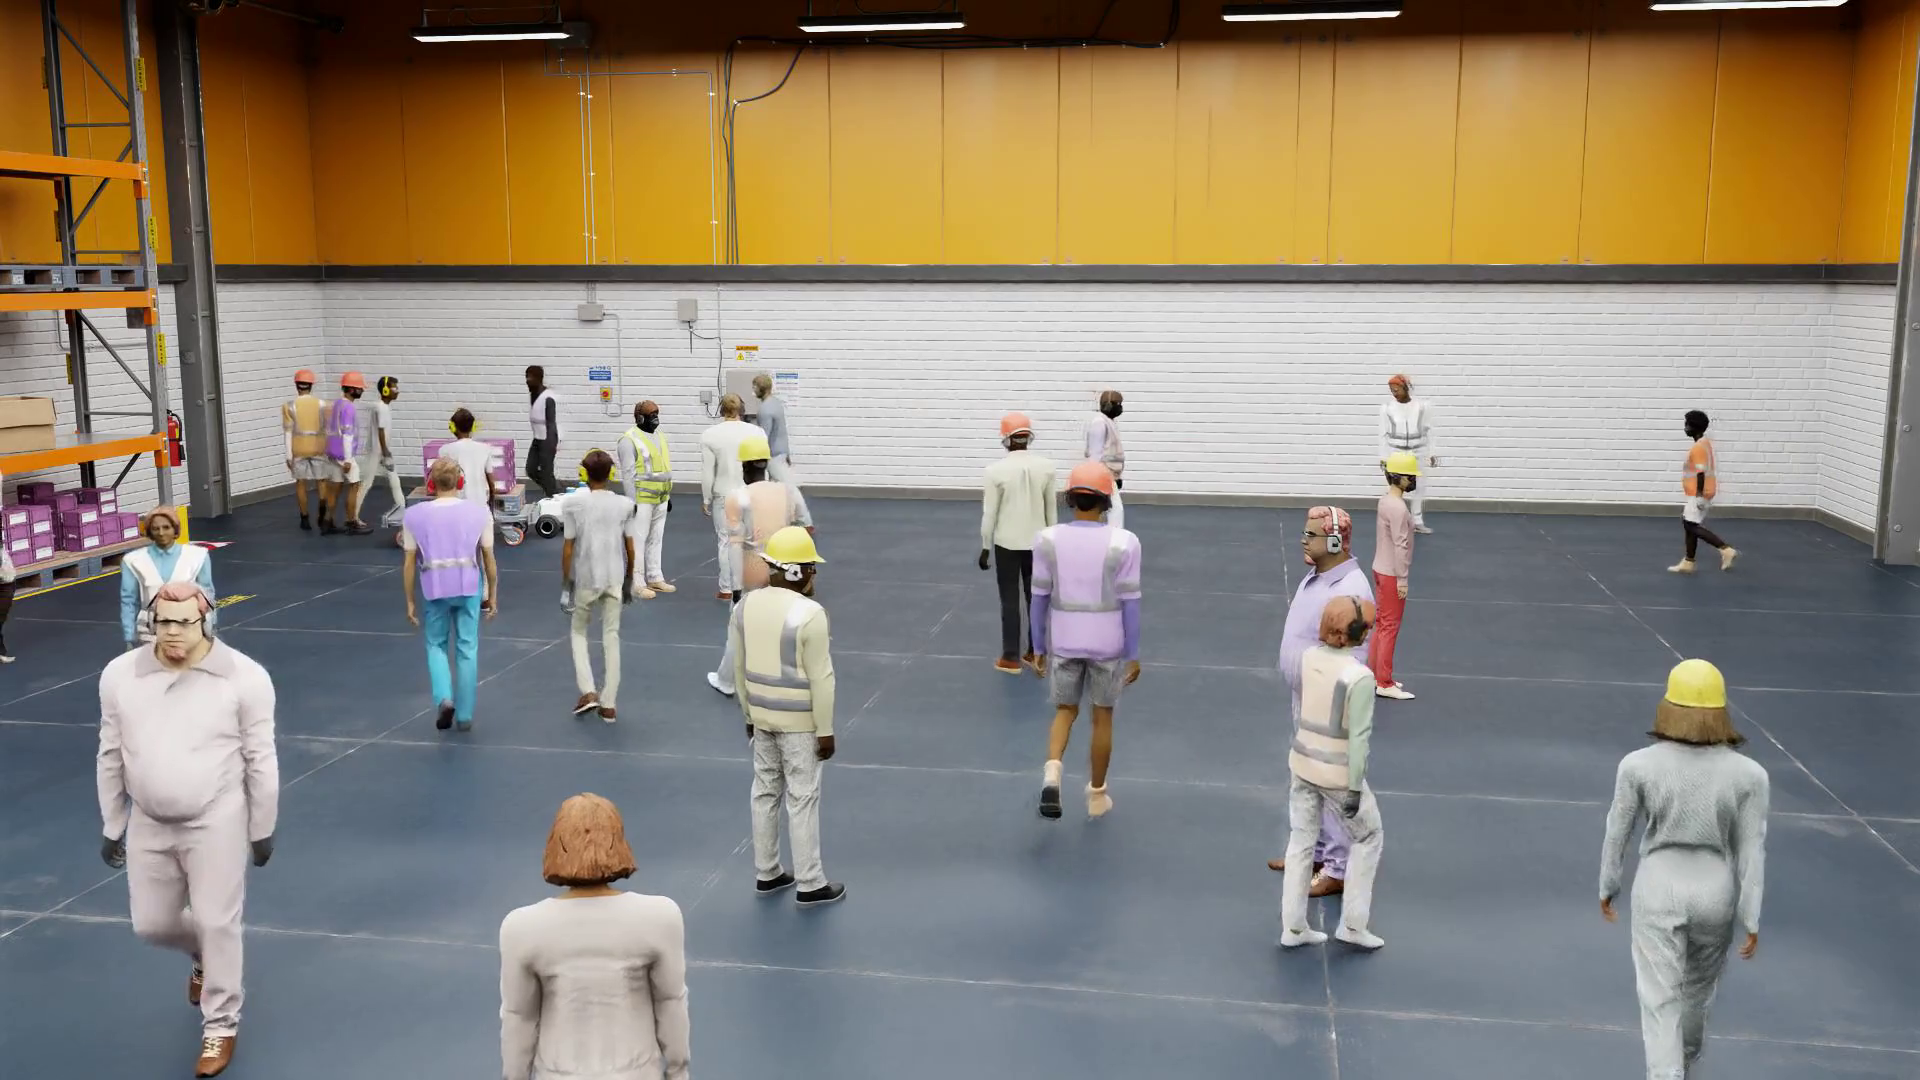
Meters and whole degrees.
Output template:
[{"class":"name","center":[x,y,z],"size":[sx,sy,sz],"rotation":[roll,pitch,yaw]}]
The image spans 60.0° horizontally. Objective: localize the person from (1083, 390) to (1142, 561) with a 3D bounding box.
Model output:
[{"class":"person","center":[1.603,-0.652,17.326],"size":[0.828,1.805,0.644],"rotation":[2,9,14]}]

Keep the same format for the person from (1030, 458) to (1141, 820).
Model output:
[{"class":"person","center":[0.668,0.575,9.075],"size":[0.614,2.029,0.604],"rotation":[3,10,20]}]

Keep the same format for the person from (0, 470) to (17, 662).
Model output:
[{"class":"person","center":[-7.547,0.018,12.748],"size":[0.604,1.941,0.457],"rotation":[1,9,4]}]

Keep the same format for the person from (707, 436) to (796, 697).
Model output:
[{"class":"person","center":[-1.456,0.214,11.707],"size":[0.608,1.887,0.923],"rotation":[-7,11,-36]}]

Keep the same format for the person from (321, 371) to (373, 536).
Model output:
[{"class":"person","center":[-7.089,-0.984,19.131],"size":[0.600,1.911,0.538],"rotation":[-6,11,-33]}]

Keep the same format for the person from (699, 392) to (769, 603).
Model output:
[{"class":"person","center":[-2.072,-0.386,15.287],"size":[0.629,1.936,0.371],"rotation":[-3,10,-16]}]

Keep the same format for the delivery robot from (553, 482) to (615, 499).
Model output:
[{"class":"delivery robot","center":[-4.429,-0.441,19.613],"size":[0.707,0.478,0.477],"rotation":[-4,10,-21]}]

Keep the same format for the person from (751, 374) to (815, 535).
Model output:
[{"class":"person","center":[-2.163,-0.959,19.042],"size":[1.083,1.872,0.640],"rotation":[1,9,4]}]

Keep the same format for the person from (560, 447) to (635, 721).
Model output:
[{"class":"person","center":[-2.458,0.306,11.253],"size":[0.526,1.853,0.437],"rotation":[-4,10,-23]}]

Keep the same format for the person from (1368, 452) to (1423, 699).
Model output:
[{"class":"person","center":[3.117,0.246,11.899],"size":[0.311,1.766,0.535],"rotation":[0,9,1]}]

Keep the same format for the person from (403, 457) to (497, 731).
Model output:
[{"class":"person","center":[-3.334,0.371,10.924],"size":[0.588,1.828,0.442],"rotation":[-3,10,-18]}]

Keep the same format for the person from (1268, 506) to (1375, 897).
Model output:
[{"class":"person","center":[1.766,0.779,8.151],"size":[0.410,1.909,0.643],"rotation":[-1,9,-7]}]

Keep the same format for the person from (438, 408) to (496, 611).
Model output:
[{"class":"person","center":[-4.448,-0.284,15.024],"size":[0.570,1.814,0.976],"rotation":[-7,11,-36]}]

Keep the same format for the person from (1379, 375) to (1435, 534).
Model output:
[{"class":"person","center":[5.196,-0.978,19.238],"size":[0.700,1.852,0.374],"rotation":[1,9,9]}]

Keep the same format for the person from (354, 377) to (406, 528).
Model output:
[{"class":"person","center":[-6.826,-1.018,19.635],"size":[0.956,1.806,0.506],"rotation":[-1,9,-8]}]

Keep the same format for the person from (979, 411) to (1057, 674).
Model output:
[{"class":"person","center":[0.444,0.014,12.638],"size":[0.623,1.991,0.398],"rotation":[-4,10,-25]}]

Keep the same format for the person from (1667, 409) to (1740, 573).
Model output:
[{"class":"person","center":[7.435,-0.461,16.555],"size":[0.567,1.677,0.553],"rotation":[4,10,25]}]

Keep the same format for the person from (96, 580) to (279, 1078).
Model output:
[{"class":"person","center":[-2.959,1.064,6.446],"size":[0.656,1.884,0.645],"rotation":[-1,9,-4]}]

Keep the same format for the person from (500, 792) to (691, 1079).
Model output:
[{"class":"person","center":[-0.993,1.497,4.580],"size":[0.511,1.627,0.285],"rotation":[-1,9,-7]}]

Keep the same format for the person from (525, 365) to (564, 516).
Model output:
[{"class":"person","center":[-5.149,-1.218,20.557],"size":[0.446,1.896,0.612],"rotation":[-7,12,-38]}]

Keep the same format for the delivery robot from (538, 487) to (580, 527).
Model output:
[{"class":"delivery robot","center":[-4.465,-0.361,19.114],"size":[0.707,0.478,0.477],"rotation":[0,9,-2]}]

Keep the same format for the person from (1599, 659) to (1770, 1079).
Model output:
[{"class":"person","center":[2.536,1.249,5.876],"size":[0.510,1.686,0.917],"rotation":[3,10,17]}]

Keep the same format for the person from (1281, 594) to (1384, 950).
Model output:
[{"class":"person","center":[1.694,1.040,7.405],"size":[0.562,1.617,0.532],"rotation":[-5,10,-28]}]

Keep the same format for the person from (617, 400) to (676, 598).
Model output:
[{"class":"person","center":[-2.911,-0.388,15.596],"size":[0.429,1.844,0.624],"rotation":[4,10,25]}]

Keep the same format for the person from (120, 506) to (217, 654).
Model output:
[{"class":"person","center":[-4.807,0.601,10.118],"size":[0.530,1.620,0.429],"rotation":[-4,10,-21]}]

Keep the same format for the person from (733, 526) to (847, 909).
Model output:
[{"class":"person","center":[-0.816,0.844,7.989],"size":[0.592,1.828,0.404],"rotation":[8,12,40]}]

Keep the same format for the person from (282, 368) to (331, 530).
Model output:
[{"class":"person","center":[-7.603,-1.045,19.421],"size":[0.547,1.913,0.709],"rotation":[-5,10,-29]}]
